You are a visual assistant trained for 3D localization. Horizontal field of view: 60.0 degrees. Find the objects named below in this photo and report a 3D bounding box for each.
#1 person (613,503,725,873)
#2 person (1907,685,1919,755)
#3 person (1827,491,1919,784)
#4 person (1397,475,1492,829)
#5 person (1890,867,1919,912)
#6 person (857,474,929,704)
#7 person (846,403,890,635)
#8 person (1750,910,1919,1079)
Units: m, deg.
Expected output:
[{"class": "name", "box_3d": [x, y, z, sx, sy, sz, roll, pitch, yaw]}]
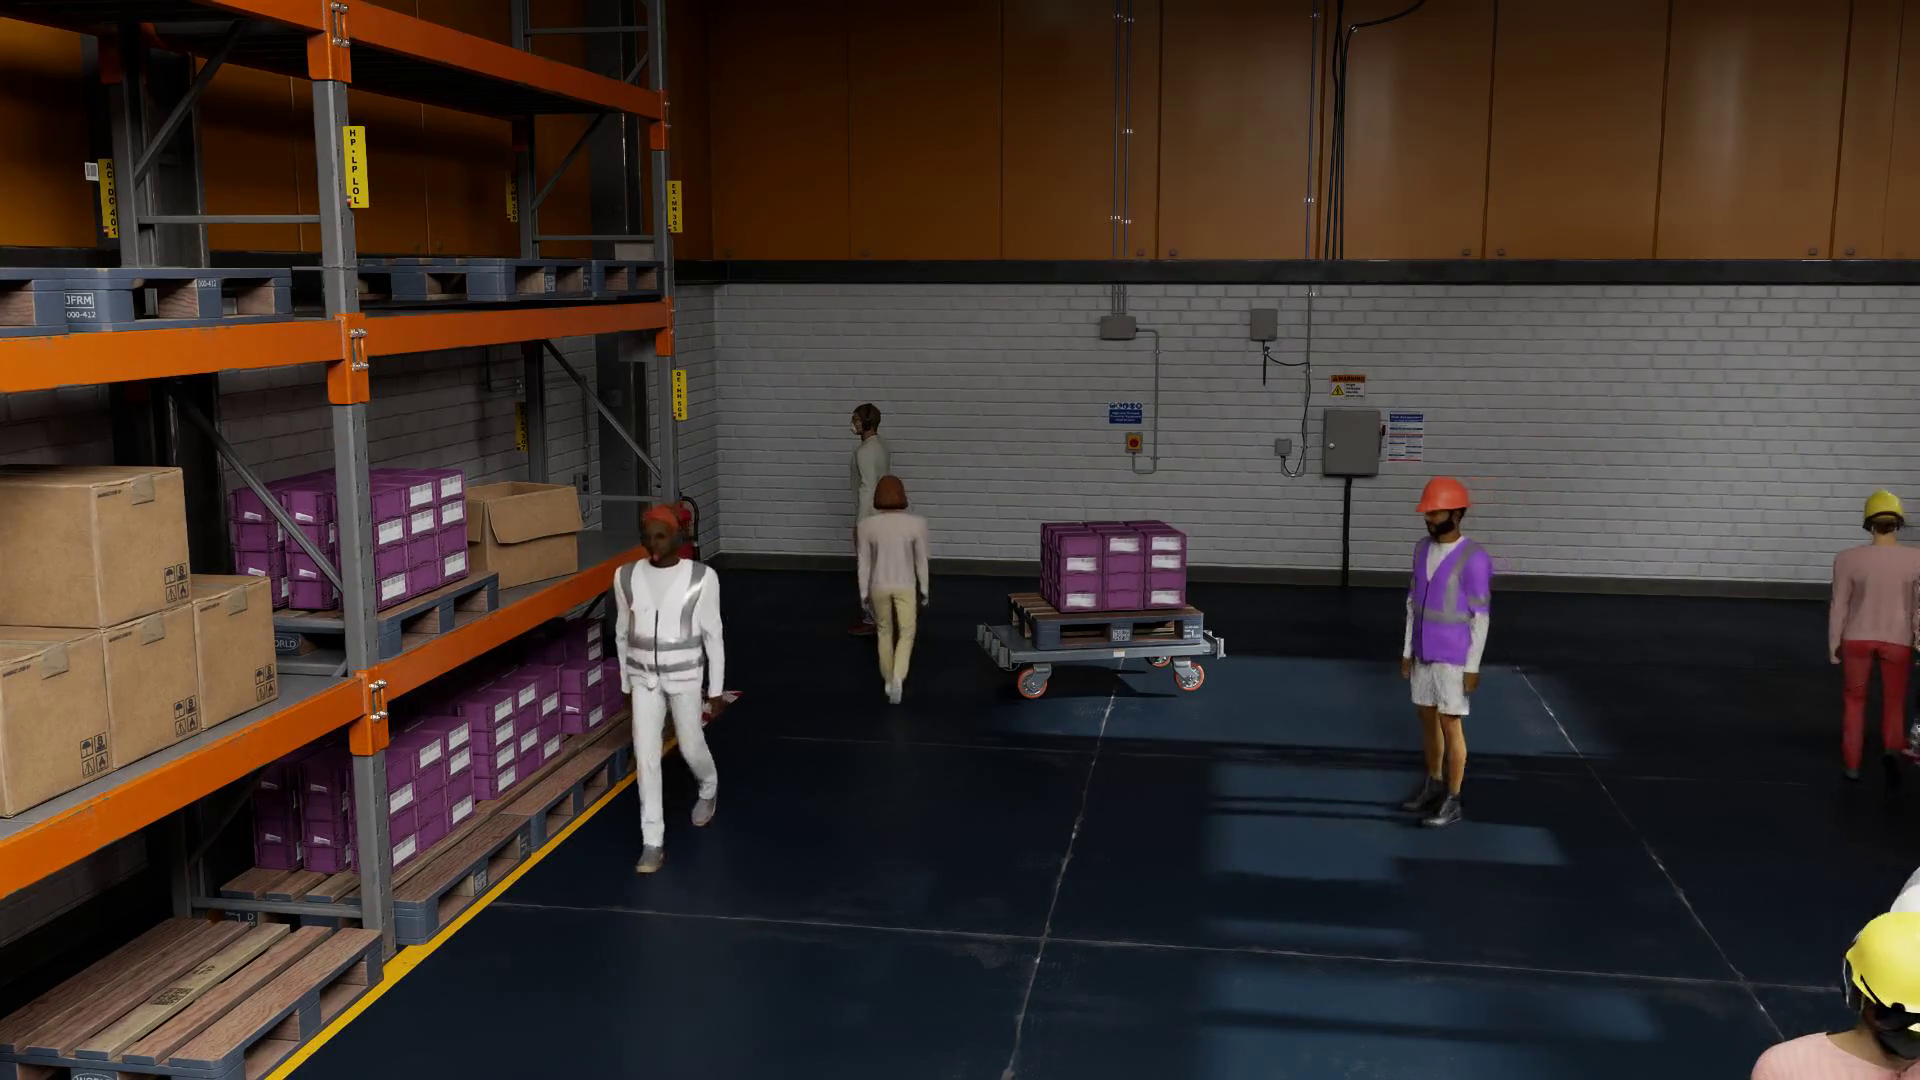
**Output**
[{"class": "person", "box_3d": [-1.492, 0.716, 8.671, 0.583, 1.858, 0.860, 1, 9, 8]}, {"class": "person", "box_3d": [4.752, 0.838, 7.690, 0.634, 1.915, 0.973, 2, 9, 13]}, {"class": "person", "box_3d": [5.359, 0.591, 9.720, 0.534, 1.747, 0.504, 4, 10, 22]}, {"class": "person", "box_3d": [2.618, 0.604, 9.102, 0.366, 1.935, 0.551, -4, 10, -24]}, {"class": "person", "box_3d": [2.403, 1.378, 4.167, 0.625, 2.006, 0.986, -5, 11, -30]}, {"class": "person", "box_3d": [-0.478, 0.347, 11.665, 0.506, 1.609, 0.678, 1, 9, 5]}, {"class": "person", "box_3d": [-0.761, -0.176, 13.896, 0.369, 1.940, 0.631, 1, 9, 9]}, {"class": "person", "box_3d": [1.885, 1.604, 3.476, 0.523, 1.759, 0.334, 0, 9, -1]}]
